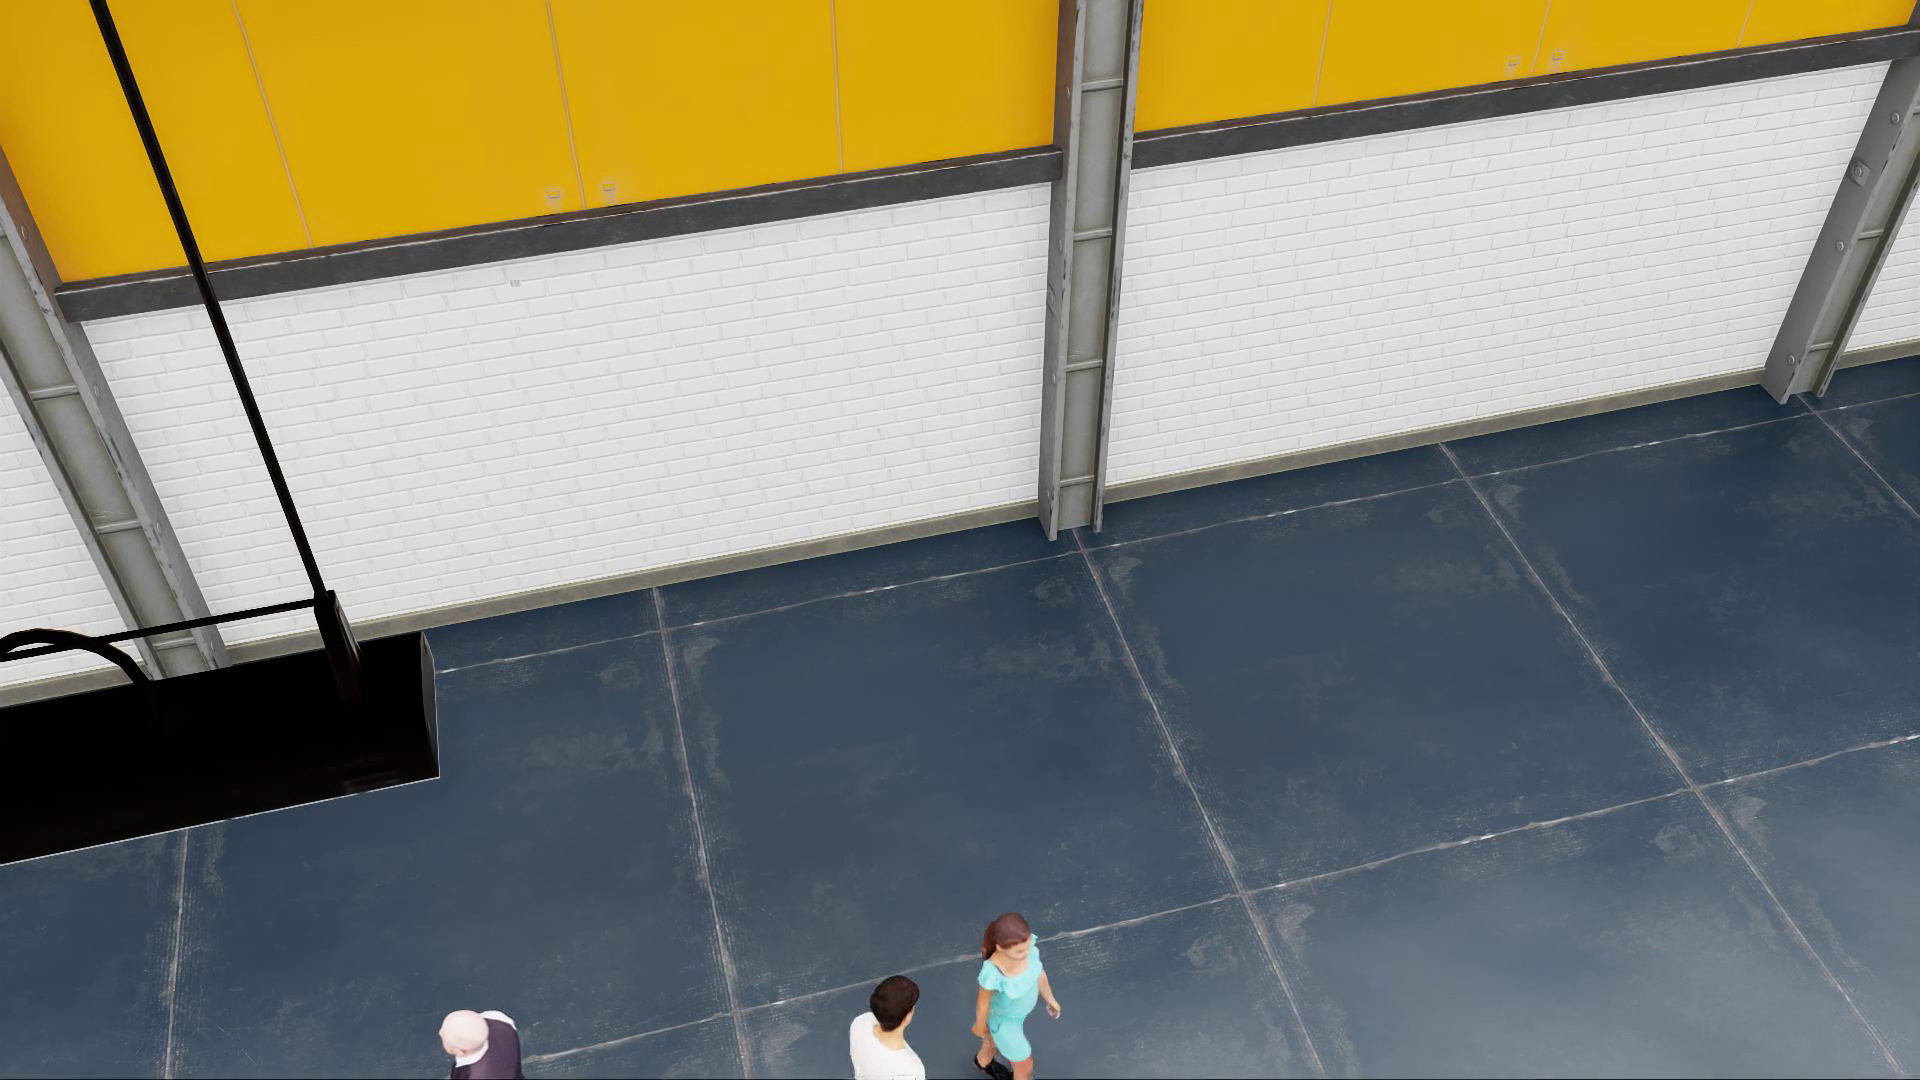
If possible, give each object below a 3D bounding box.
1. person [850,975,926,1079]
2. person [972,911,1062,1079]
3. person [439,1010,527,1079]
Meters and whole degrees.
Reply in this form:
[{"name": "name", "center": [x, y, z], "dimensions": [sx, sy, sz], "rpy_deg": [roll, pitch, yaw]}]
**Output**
[{"name": "person", "center": [-0.386, 2.737, 7.823], "dimensions": [0.844, 1.687, 0.832], "rpy_deg": [-29, 51, -27]}, {"name": "person", "center": [0.193, 2.314, 8.375], "dimensions": [0.913, 1.539, 0.883], "rpy_deg": [26, 50, 25]}, {"name": "person", "center": [-2.134, 2.714, 7.749], "dimensions": [0.663, 1.823, 0.744], "rpy_deg": [-1, 44, -1]}]
